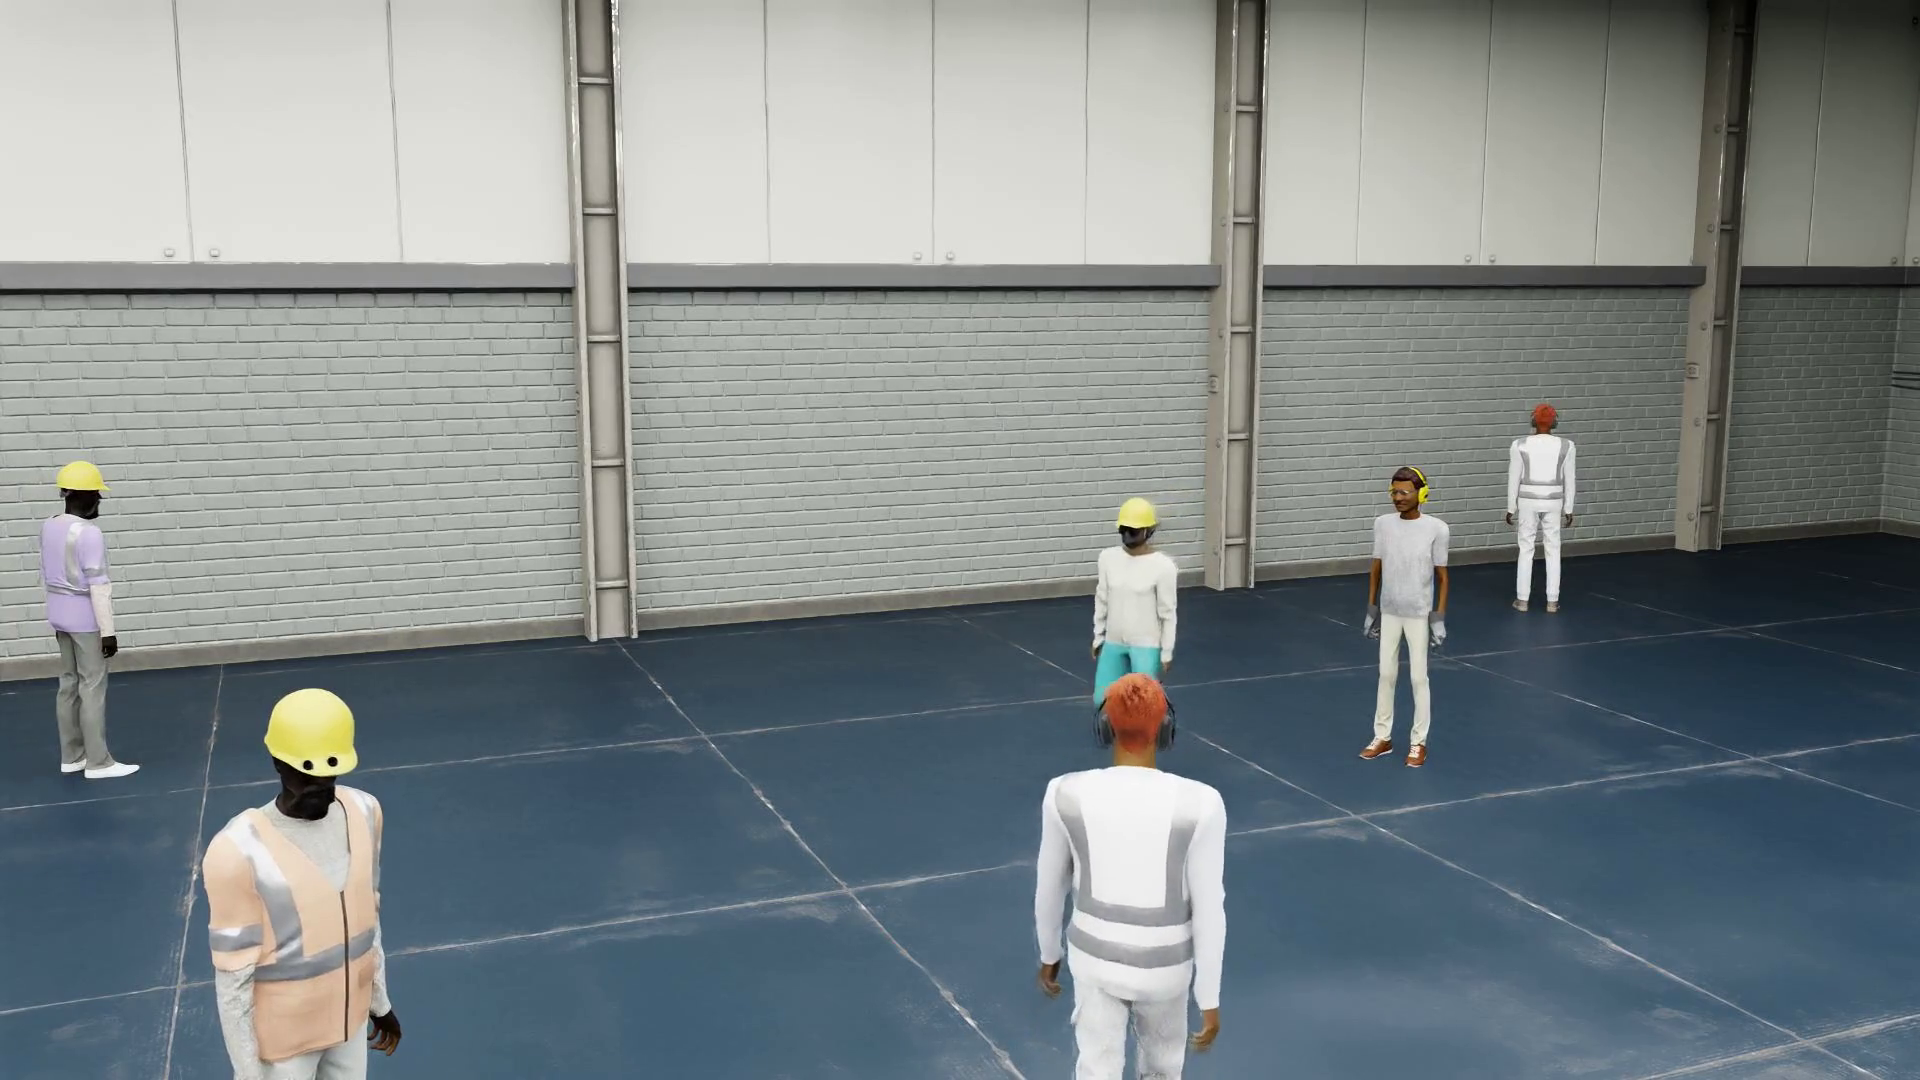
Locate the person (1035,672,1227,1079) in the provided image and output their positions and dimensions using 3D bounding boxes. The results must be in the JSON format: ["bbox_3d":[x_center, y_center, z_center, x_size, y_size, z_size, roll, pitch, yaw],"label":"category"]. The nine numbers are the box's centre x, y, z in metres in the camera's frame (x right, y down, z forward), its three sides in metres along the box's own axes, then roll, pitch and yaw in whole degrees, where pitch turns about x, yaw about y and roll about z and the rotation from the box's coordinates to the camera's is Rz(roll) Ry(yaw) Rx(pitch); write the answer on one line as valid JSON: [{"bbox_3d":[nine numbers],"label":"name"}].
[{"bbox_3d":[0.527,1.305,5.178,0.605,1.827,1.002,2,9,15],"label":"person"}]

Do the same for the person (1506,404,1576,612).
[{"bbox_3d":[5.240,-0.289,15.021,0.585,1.882,0.337,2,9,12],"label":"person"}]

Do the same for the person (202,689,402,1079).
[{"bbox_3d":[-1.795,1.346,4.651,0.392,1.918,0.589,4,10,24],"label":"person"}]

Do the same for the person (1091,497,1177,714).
[{"bbox_3d":[1.035,0.606,9.791,0.553,1.751,0.427,6,11,35],"label":"person"}]

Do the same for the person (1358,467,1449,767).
[{"bbox_3d":[2.761,0.469,10.314,0.534,1.868,0.309,7,11,37],"label":"person"}]

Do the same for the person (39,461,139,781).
[{"bbox_3d":[-5.277,0.484,10.043,0.594,1.922,0.385,6,11,33],"label":"person"}]
